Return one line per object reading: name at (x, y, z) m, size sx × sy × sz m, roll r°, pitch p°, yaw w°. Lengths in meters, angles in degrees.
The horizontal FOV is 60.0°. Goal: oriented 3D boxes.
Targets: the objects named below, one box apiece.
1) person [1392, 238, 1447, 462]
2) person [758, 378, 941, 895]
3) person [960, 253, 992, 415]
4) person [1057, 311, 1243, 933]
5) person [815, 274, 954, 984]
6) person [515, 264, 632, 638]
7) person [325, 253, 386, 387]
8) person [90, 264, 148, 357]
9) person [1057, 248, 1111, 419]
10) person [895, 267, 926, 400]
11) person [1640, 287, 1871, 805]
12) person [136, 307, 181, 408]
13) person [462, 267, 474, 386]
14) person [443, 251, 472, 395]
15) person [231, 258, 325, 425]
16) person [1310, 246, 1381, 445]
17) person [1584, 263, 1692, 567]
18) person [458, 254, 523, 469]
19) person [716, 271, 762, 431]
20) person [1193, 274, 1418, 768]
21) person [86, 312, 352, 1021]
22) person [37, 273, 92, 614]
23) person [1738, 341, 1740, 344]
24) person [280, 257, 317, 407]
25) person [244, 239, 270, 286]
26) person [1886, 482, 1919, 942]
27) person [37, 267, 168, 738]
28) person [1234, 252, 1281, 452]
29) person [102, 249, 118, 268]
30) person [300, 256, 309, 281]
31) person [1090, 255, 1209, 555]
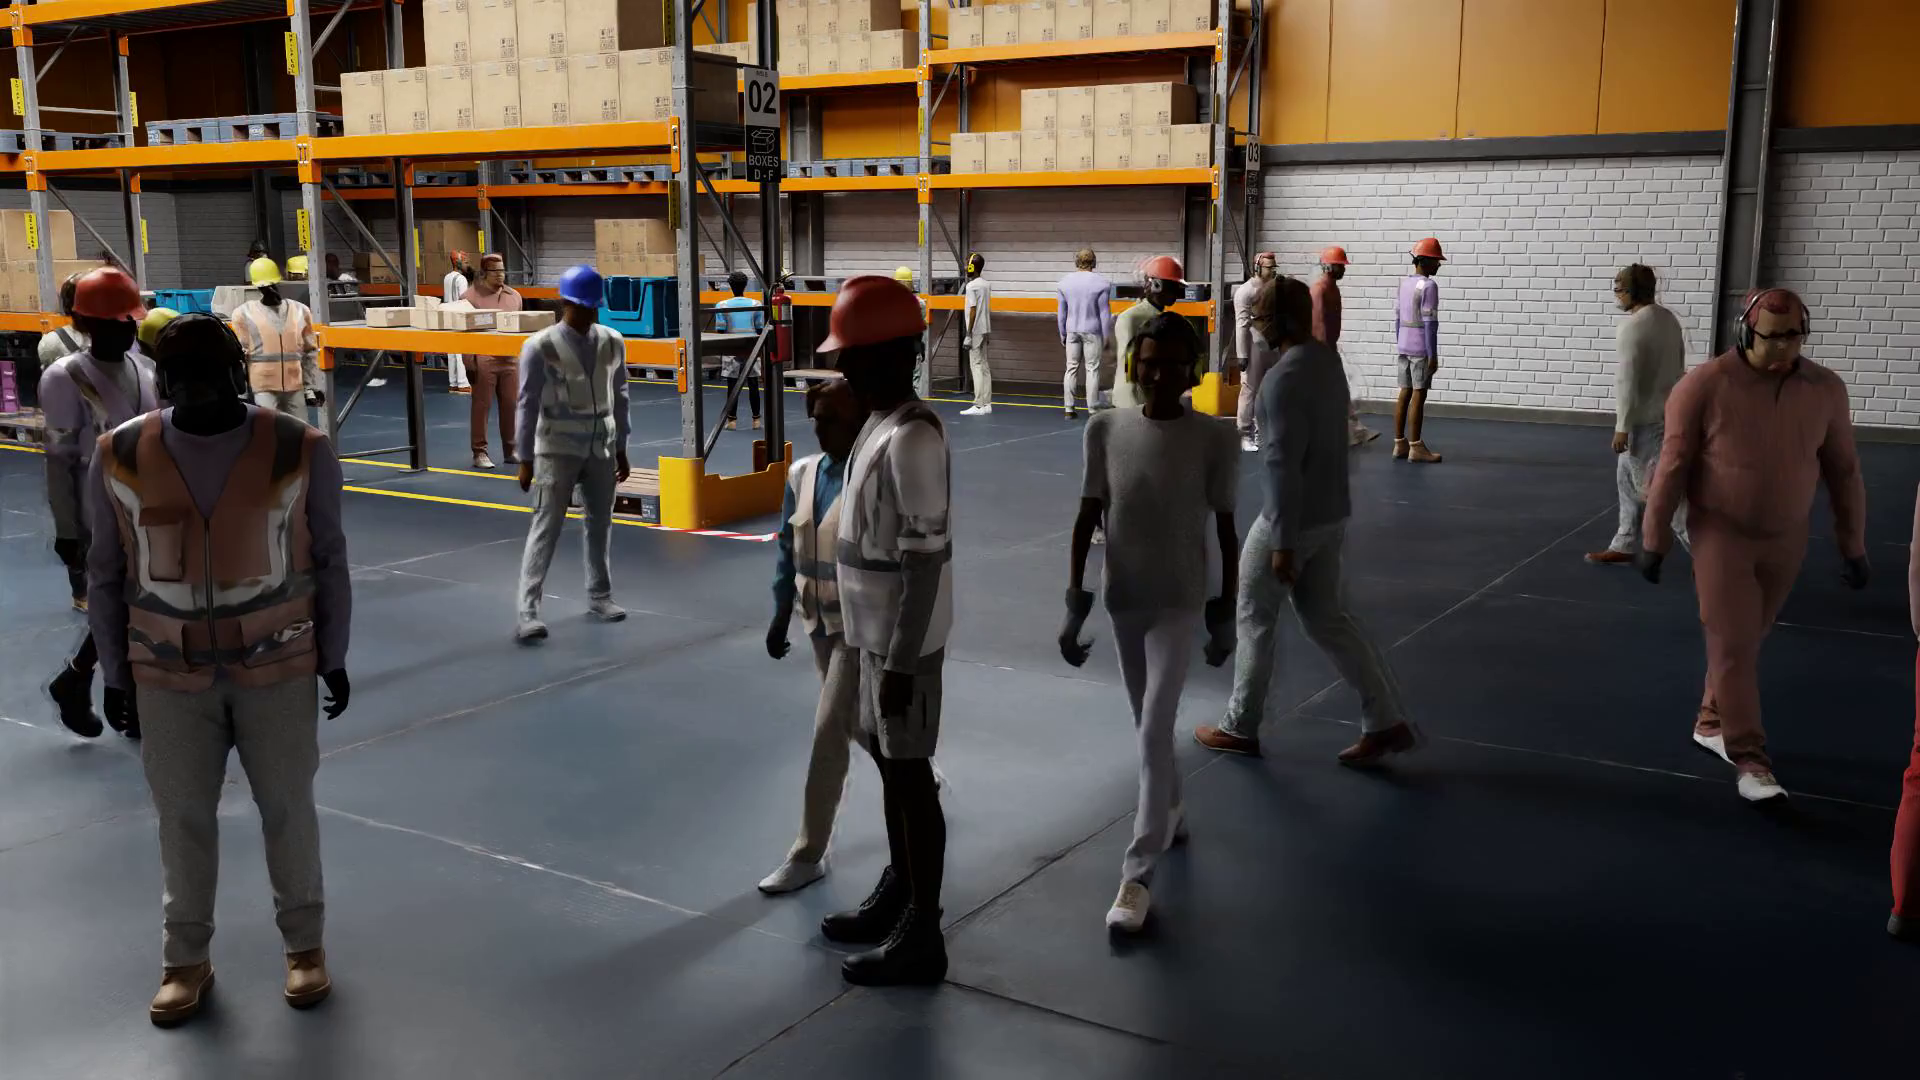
person at (4.212, -1.732, 15.234) m, size 0.394 × 2.040 × 0.608 m, roll -2°, pitch 10°, yaw -12°
person at (-0.332, 0.265, 5.380) m, size 0.850 × 1.602 × 0.513 m, roll -10°, pitch 14°, yaw -44°
person at (0.185, -2.384, 19.313) m, size 0.327 × 1.871 × 0.514 m, roll 5°, pitch 11°, yaw 27°
person at (0.609, 0.201, 5.173) m, size 0.507 × 1.821 × 1.003 m, roll 5°, pitch 11°, yaw 24°
person at (-0.204, 0.246, 4.567) m, size 0.363 × 1.933 × 0.543 m, roll -2°, pitch 11°, yaw -13°
person at (-2.004, -0.462, 8.578) m, size 0.511 × 1.911 × 0.732 m, roll 10°, pitch 14°, yaw 44°
person at (-8.432, -3.001, 22.832) m, size 1.044 × 1.833 × 0.589 m, roll -7°, pitch 12°, yaw -33°
person at (-7.137, -1.375, 13.890) m, size 0.823 × 1.816 × 0.570 m, roll 6°, pitch 12°, yaw 29°
person at (1.396, -2.309, 18.727) m, size 0.625 × 1.932 × 0.355 m, roll 4°, pitch 11°, yaw 23°
person at (-0.600, -2.012, 17.605) m, size 0.493 × 1.743 × 0.311 m, roll -2°, pitch 10°, yaw -13°
person at (2.937, 0.016, 6.077) m, size 0.728 × 1.845 × 0.970 m, roll -1°, pitch 10°, yaw -5°
person at (-3.779, -0.237, 7.841) m, size 0.336 × 1.718 × 0.682 m, roll -8°, pitch 13°, yaw -38°
person at (-6.673, -2.929, 22.867) m, size 0.429 × 1.669 × 0.606 m, roll -1°, pitch 10°, yaw -5°
person at (-6.591, -2.857, 21.898) m, size 0.338 × 1.882 × 0.582 m, roll -8°, pitch 13°, yaw -39°
person at (-5.205, -1.189, 12.634) m, size 0.639 × 1.892 × 0.658 m, roll -9°, pitch 14°, yaw -41°
person at (3.638, -1.873, 16.250) m, size 0.984 × 1.945 × 0.629 m, roll 8°, pitch 13°, yaw 37°
person at (4.248, -0.715, 10.022) m, size 0.808 × 1.896 × 0.640 m, roll 8°, pitch 13°, yaw 38°
person at (-4.141, -1.588, 14.846) m, size 0.396 × 1.899 × 0.636 m, roll 9°, pitch 14°, yaw 41°
person at (-2.331, -2.002, 17.684) m, size 0.532 × 1.695 × 0.319 m, roll -3°, pitch 11°, yaw -16°
person at (1.366, -0.060, 6.374) m, size 0.853 × 1.901 × 0.638 m, roll 7°, pitch 12°, yaw 34°
person at (-1.919, 0.332, 4.346) m, size 0.633 × 1.841 × 0.429 m, roll -3°, pitch 11°, yaw -16°
person at (-4.725, -0.524, 9.079) m, size 0.342 × 1.846 × 0.506 m, roll 3°, pitch 11°, yaw 18°
person at (4.268, -0.389, 8.913) m, size 0.276 × 1.633 × 0.507 m, roll 4°, pitch 11°, yaw 22°
person at (-8.014, -2.505, 20.121) m, size 0.589 × 1.822 × 0.404 m, roll -9°, pitch 14°, yaw -42°
person at (-11.333, -3.870, 27.073) m, size 0.536 × 2.000 × 0.688 m, roll -2°, pitch 10°, yaw -10°
person at (2.861, 0.322, 4.608) m, size 0.311 × 1.769 × 0.525 m, roll -3°, pitch 11°, yaw -16°
person at (-3.351, -0.116, 6.619) m, size 0.478 × 1.917 × 0.551 m, roll 2°, pitch 10°, yaw 12°
person at (2.919, -1.806, 16.008) m, size 0.654 × 1.906 × 0.406 m, roll -9°, pitch 14°, yaw -41°
person at (-13.614, -3.704, 26.588) m, size 0.661 × 1.881 × 0.654 m, roll 0°, pitch 10°, yaw -2°
person at (-8.189, -2.647, 20.934) m, size 0.504 × 1.824 × 0.609 m, roll 7°, pitch 12°, yaw 32°
person at (1.188, -0.874, 10.809) m, size 0.635 × 1.929 × 1.081 m, roll -7°, pitch 13°, yaw -35°
